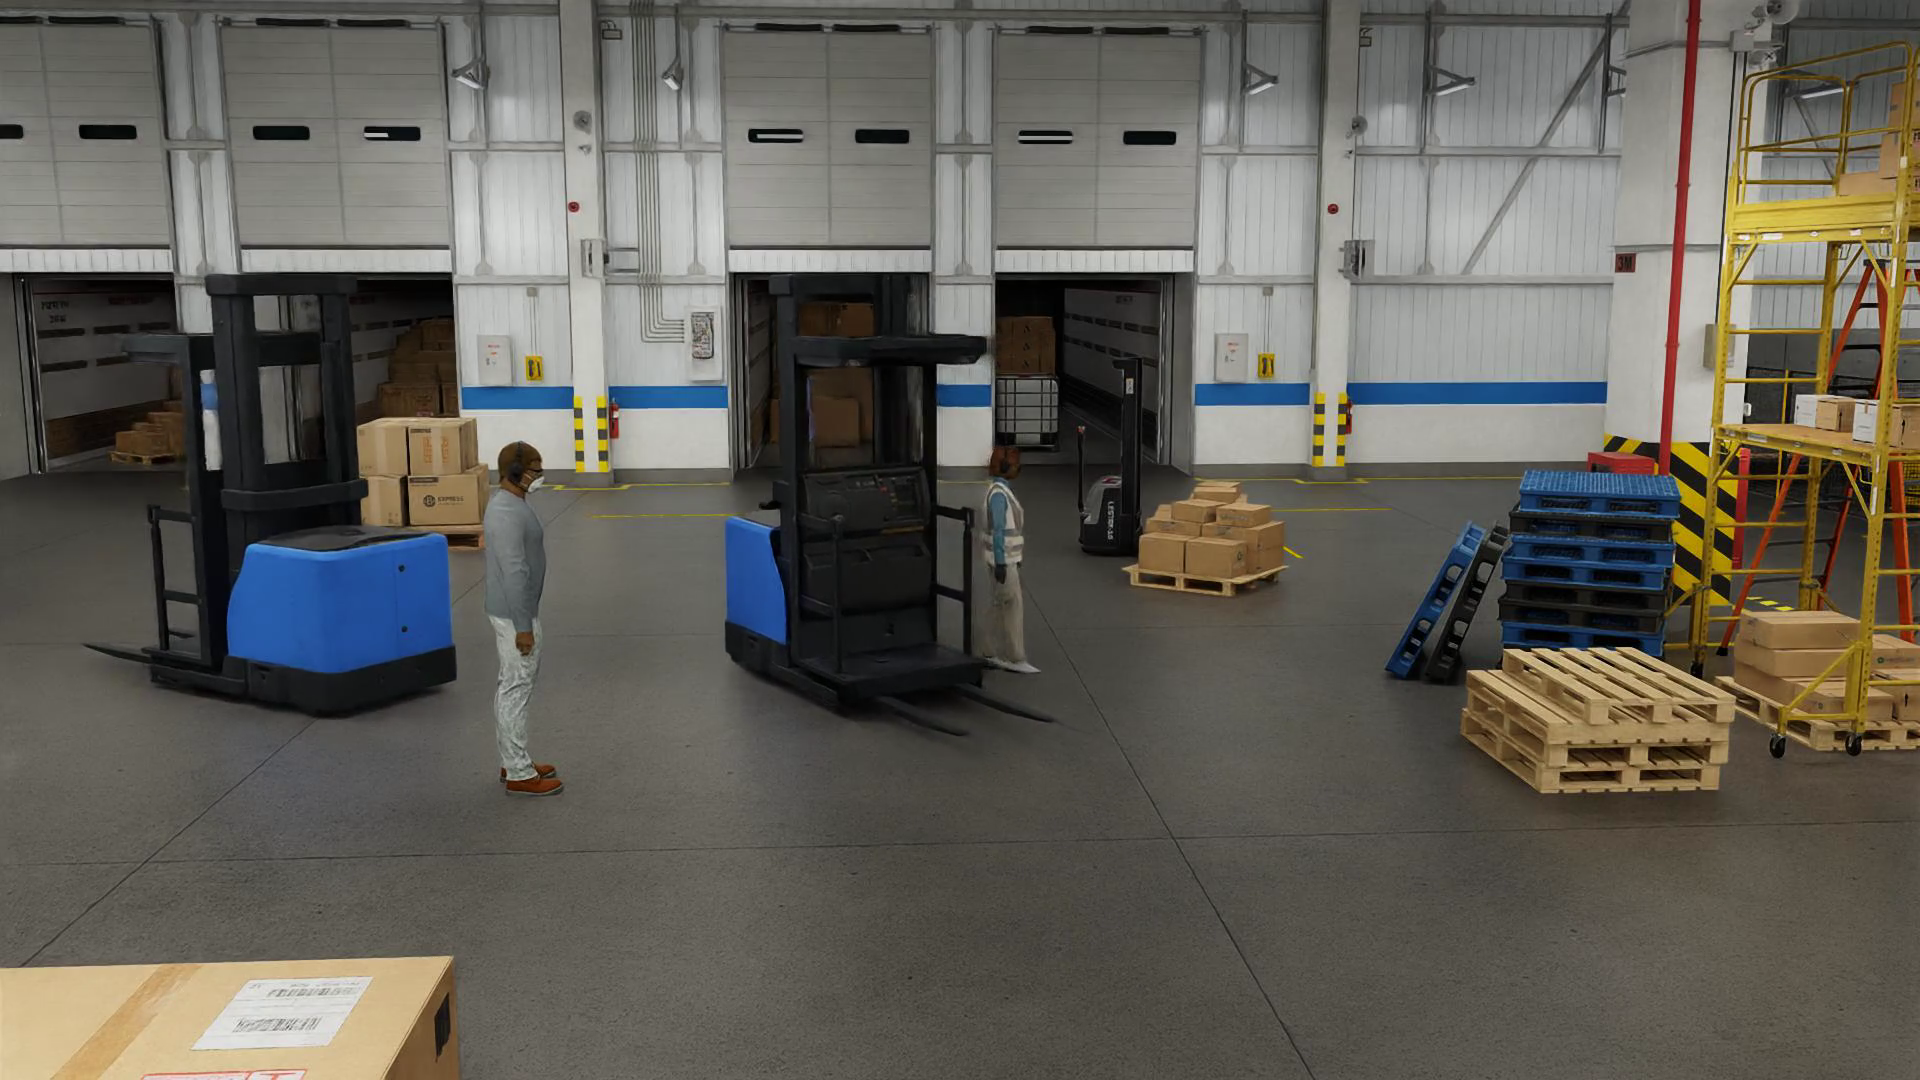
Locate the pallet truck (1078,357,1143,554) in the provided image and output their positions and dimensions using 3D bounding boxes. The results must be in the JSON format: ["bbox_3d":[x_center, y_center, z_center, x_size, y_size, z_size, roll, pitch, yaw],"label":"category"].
[{"bbox_3d":[2.088,-0.836,16.757,1.885,1.965,0.823,2,9,13],"label":"pallet truck"}]

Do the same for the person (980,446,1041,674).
[{"bbox_3d":[0.343,0.144,11.770,0.451,1.631,0.543,1,9,4],"label":"person"}]

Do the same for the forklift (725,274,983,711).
[{"bbox_3d":[-0.816,-0.435,11.480,1.129,2.768,1.873,-6,11,-31],"label":"forklift"}]

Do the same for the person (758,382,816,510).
[{"bbox_3d":[-1.994,-1.252,19.630,0.896,1.905,0.545,3,10,20],"label":"person"}]

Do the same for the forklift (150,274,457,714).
[{"bbox_3d":[-4.457,-0.386,11.173,1.873,2.768,1.129,5,11,31],"label":"forklift"}]

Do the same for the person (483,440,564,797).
[{"bbox_3d":[-2.398,0.422,9.061,0.373,1.936,0.629,-3,10,-18],"label":"person"}]
